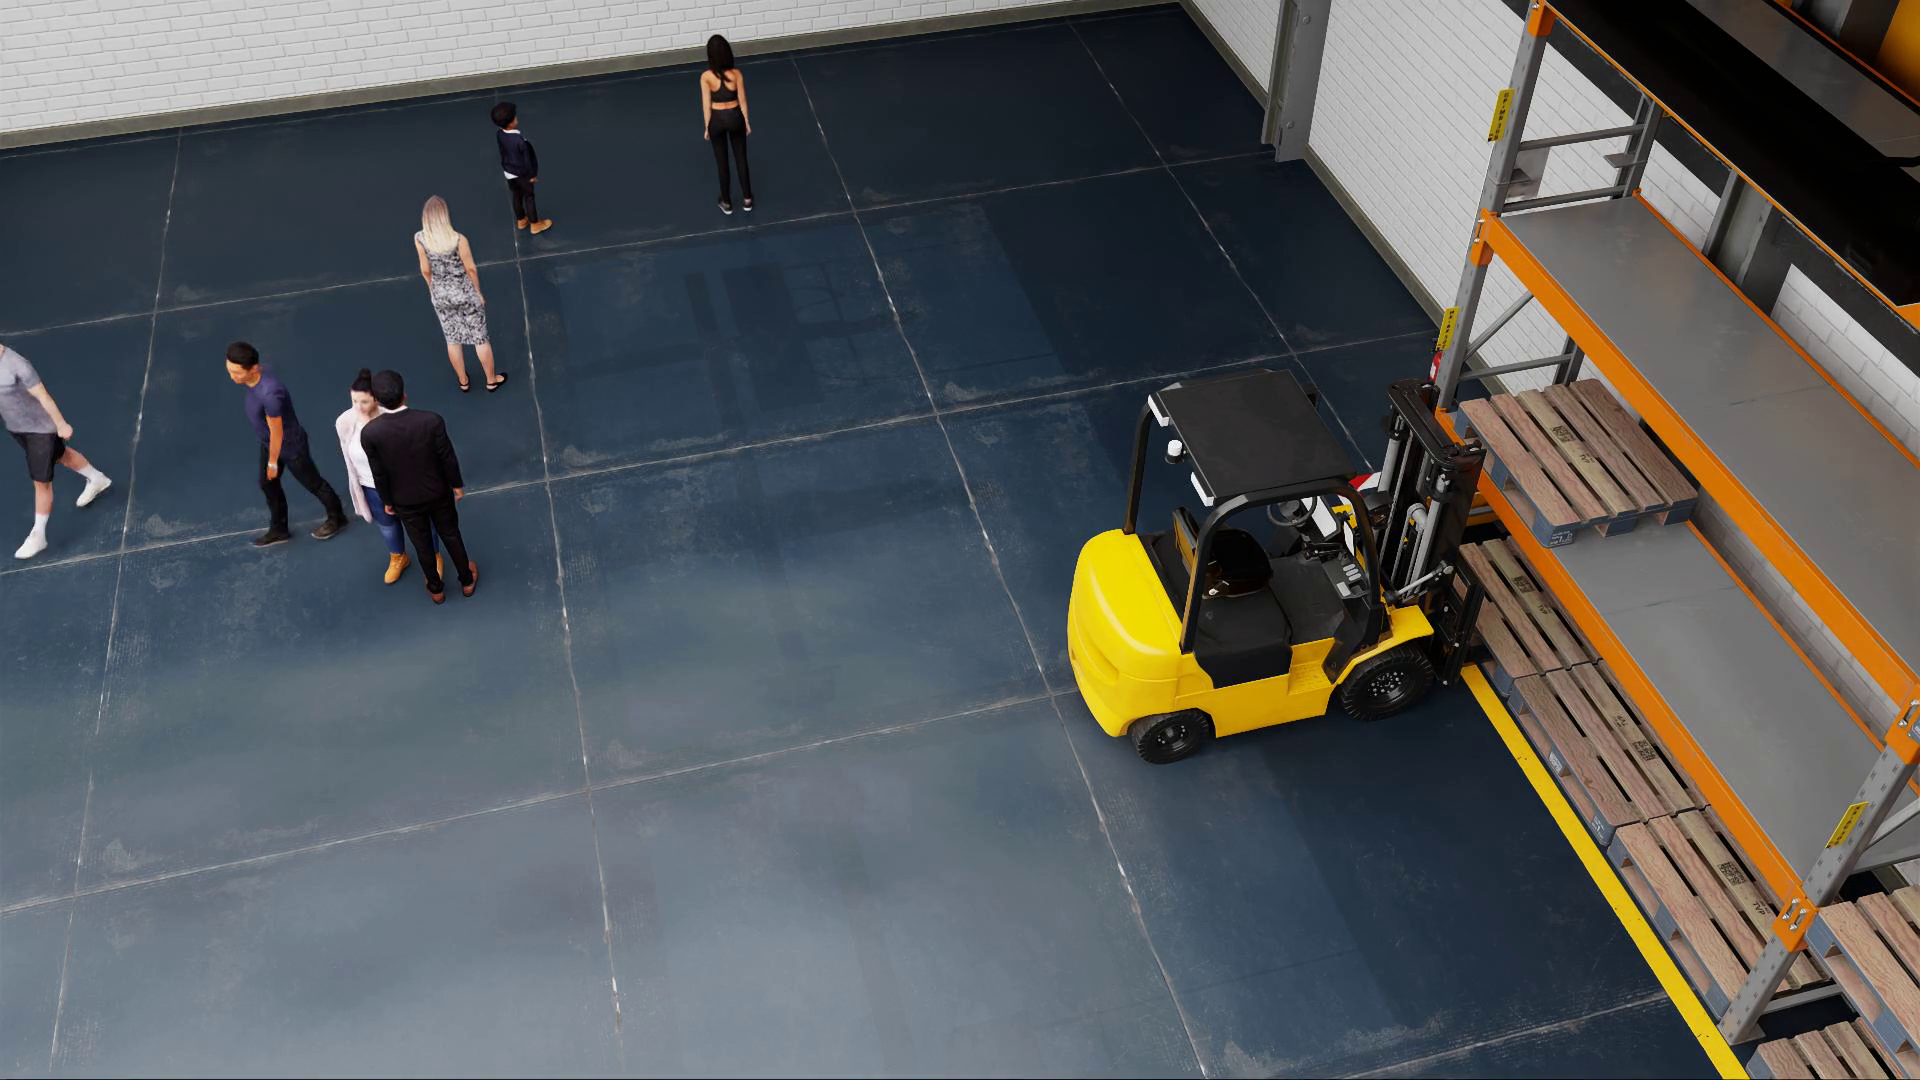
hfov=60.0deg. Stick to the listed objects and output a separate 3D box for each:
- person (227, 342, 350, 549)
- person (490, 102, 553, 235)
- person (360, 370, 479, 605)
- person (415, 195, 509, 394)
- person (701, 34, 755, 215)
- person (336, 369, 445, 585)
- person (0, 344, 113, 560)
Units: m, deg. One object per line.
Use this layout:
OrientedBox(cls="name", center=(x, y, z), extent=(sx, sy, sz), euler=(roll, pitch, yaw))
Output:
OrientedBox(cls="person", center=(-4.533, -0.688, 11.389), extent=(0.929, 1.758, 0.937), euler=(-33, 52, -30))
OrientedBox(cls="person", center=(-3.847, -3.240, 14.453), extent=(0.583, 1.227, 0.652), euler=(26, 50, 25))
OrientedBox(cls="person", center=(-3.549, -0.330, 10.923), extent=(0.701, 1.883, 0.553), euler=(-13, 45, -13))
OrientedBox(cls="person", center=(-3.834, -1.843, 12.640), extent=(0.628, 1.704, 0.607), euler=(4, 44, 4))
OrientedBox(cls="person", center=(-2.045, -3.633, 14.566), extent=(0.563, 1.641, 0.488), euler=(-11, 45, -11))
OrientedBox(cls="person", center=(-3.807, -0.411, 11.112), extent=(0.764, 1.738, 0.743), euler=(3, 44, 3))
OrientedBox(cls="person", center=(-6.357, -0.857, 11.518), extent=(1.159, 1.826, 1.294), euler=(17, 46, 17))
